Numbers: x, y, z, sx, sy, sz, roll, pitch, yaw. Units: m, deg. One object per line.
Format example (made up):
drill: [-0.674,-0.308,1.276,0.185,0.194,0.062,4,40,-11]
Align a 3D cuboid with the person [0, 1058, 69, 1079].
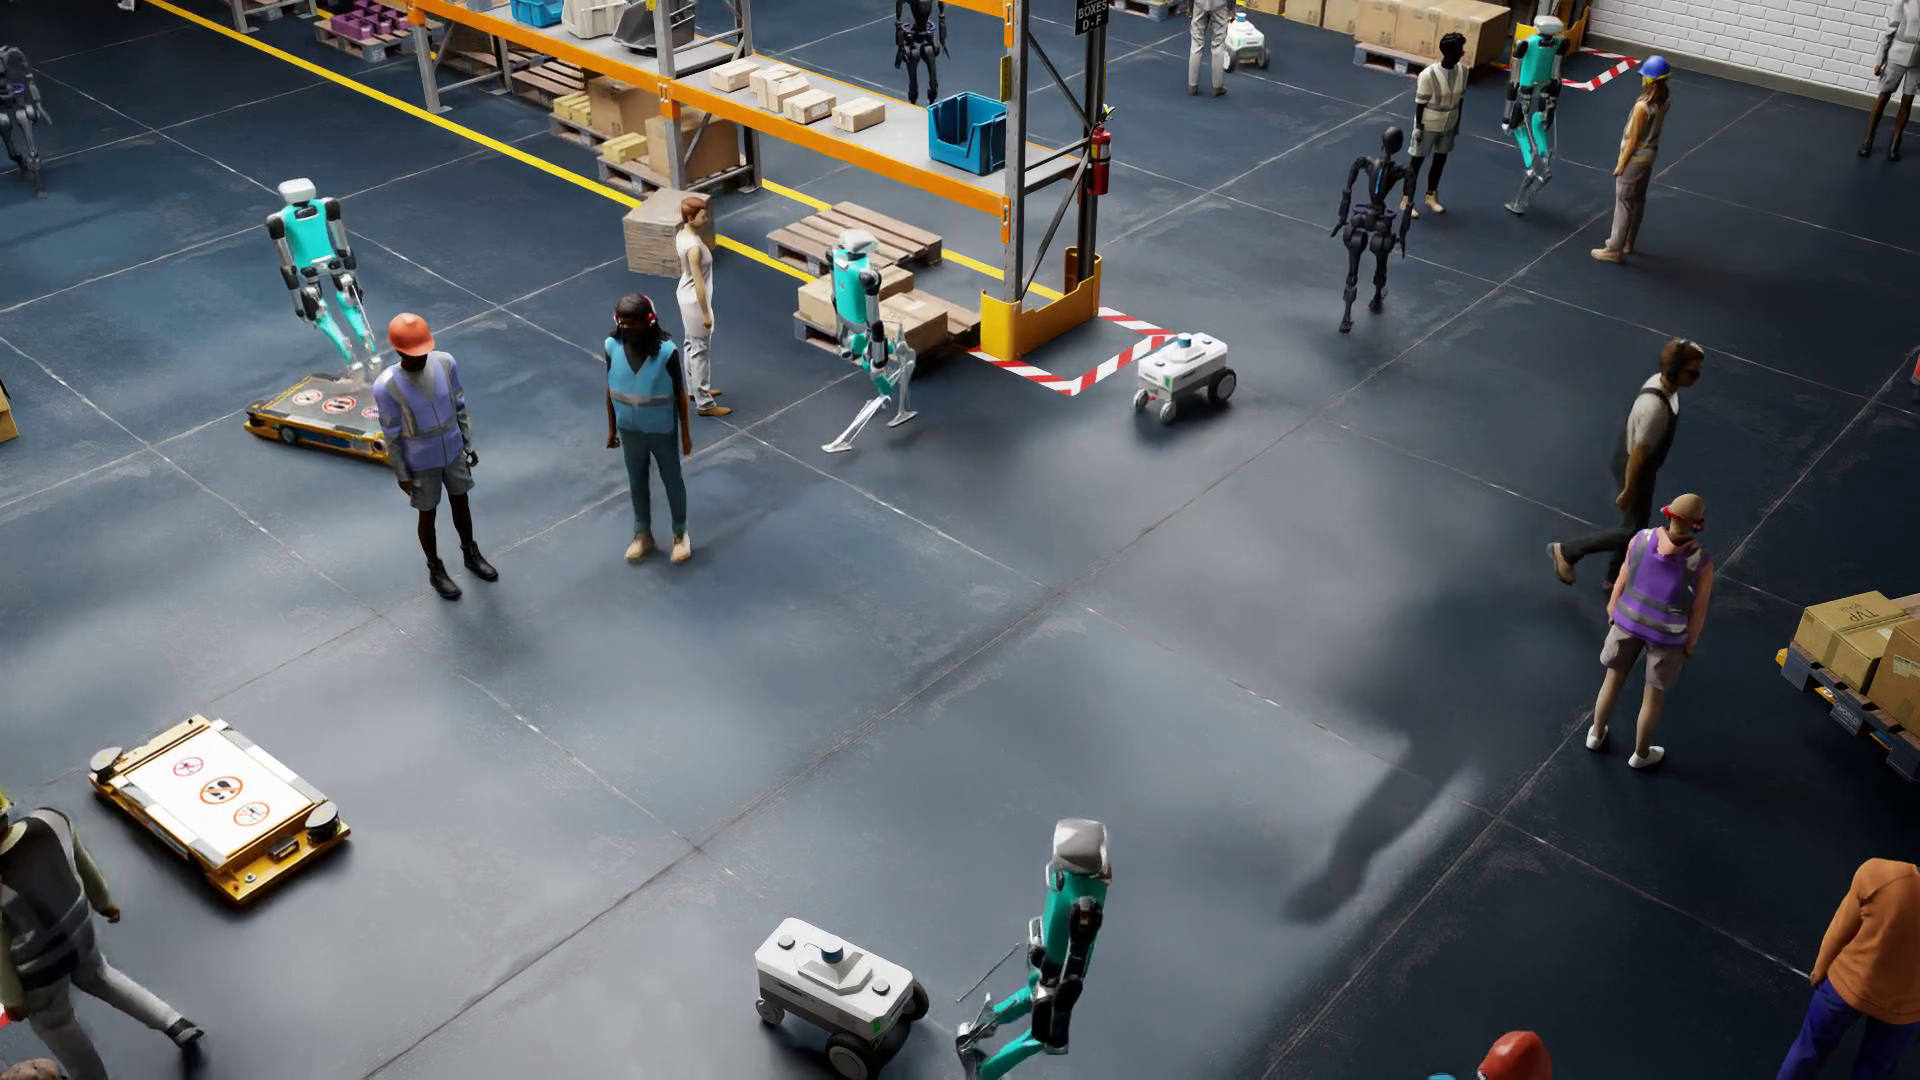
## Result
person: [-3.142,2.459,6.018,0.494,1.660,0.338,20,40,27]

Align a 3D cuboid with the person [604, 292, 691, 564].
person: [-1.949,-0.696,10.412,0.538,1.865,0.374,4,35,6]

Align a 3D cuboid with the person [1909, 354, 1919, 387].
person: [7.491,-1.904,12.253,0.532,1.765,0.329,-23,41,-29]

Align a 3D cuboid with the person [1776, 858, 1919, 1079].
person: [3.721,1.802,6.707,0.517,1.973,0.401,21,40,28]

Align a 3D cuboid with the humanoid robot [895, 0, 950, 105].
humanoid robot: [-0.397,-5.031,16.863,0.587,1.650,0.343,-15,37,-21]

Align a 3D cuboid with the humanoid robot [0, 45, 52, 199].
humanoid robot: [-8.825,-4.044,15.457,0.600,1.632,0.718,-17,38,-23]

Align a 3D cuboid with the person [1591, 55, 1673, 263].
person: [5.761,-3.248,14.188,0.461,1.777,0.312,-29,44,-35]

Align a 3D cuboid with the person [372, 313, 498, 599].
person: [-3.186,-0.516,10.101,0.383,1.931,0.541,28,43,34]

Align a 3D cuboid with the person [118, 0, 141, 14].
person: [-10.147,-7.216,19.847,0.647,1.882,0.650,21,40,27]

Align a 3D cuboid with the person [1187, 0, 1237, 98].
person: [2.641,-5.613,17.510,0.531,1.898,0.393,11,36,15]

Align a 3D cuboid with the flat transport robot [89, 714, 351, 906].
flat transport robot: [-3.944,1.376,8.817,1.431,0.231,0.659,24,41,31]

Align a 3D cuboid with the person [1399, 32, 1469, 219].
person: [4.293,-3.738,14.976,0.535,1.693,0.319,-13,37,-18]

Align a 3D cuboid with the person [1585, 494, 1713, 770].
person: [3.673,0.485,8.853,0.484,1.694,0.349,29,44,35]

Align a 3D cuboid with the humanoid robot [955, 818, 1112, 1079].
humanoid robot: [0.178,1.883,6.856,0.827,1.823,0.550,-1,35,-1]

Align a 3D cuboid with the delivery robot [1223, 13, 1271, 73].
delivery robot: [3.139,-5.613,18.660,0.499,0.560,0.734,-8,35,-12]

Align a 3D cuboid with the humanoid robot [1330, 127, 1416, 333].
humanoid robot: [3.279,-2.515,13.244,0.613,1.629,0.731,14,37,19]

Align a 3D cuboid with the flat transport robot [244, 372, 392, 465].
flat transport robot: [-4.415,-0.881,12.087,1.431,0.231,0.659,12,36,17]

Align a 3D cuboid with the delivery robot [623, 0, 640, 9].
delivery robot: [-3.743,-6.579,20.084,0.774,0.588,0.499,14,37,20]

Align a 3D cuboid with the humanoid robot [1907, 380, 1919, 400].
humanoid robot: [7.402,-1.734,12.086,0.586,1.653,0.326,16,38,21]

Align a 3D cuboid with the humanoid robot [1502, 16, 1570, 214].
humanoid robot: [5.204,-3.736,14.924,0.541,1.794,0.673,-10,36,-14]

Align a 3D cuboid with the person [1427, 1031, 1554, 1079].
person: [1.892,2.391,6.047,0.430,1.734,0.591,-28,43,-34]

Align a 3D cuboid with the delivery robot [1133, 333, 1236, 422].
delivery robot: [1.667,-1.252,12.389,0.818,0.614,0.499,-27,43,-33]

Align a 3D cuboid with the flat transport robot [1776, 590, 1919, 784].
flat transport robot: [5.400,0.973,9.400,0.659,0.231,1.431,-11,36,-16]

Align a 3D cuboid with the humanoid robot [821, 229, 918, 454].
humanoid robot: [-0.536,-1.398,11.569,1.041,1.743,0.563,-24,41,-30]

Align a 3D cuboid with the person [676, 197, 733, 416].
person: [-1.890,-1.698,12.045,0.291,1.656,0.451,-11,36,-15]

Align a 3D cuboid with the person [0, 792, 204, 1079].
person: [-3.757,1.700,7.000,0.603,1.807,0.617,4,35,5]

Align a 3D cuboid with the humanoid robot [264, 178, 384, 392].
humanoid robot: [-4.454,-1.659,11.938,0.538,1.790,0.740,-29,44,-35]

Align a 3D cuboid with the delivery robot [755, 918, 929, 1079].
delivery robot: [-0.546,2.062,7.584,0.788,0.610,0.499,19,39,25]

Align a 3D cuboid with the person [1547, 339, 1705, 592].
person: [4.045,-0.419,10.049,0.568,1.831,0.518,17,38,23]

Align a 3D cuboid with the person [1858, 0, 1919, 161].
person: [9.160,-4.634,16.071,0.546,1.926,0.388,13,37,18]
